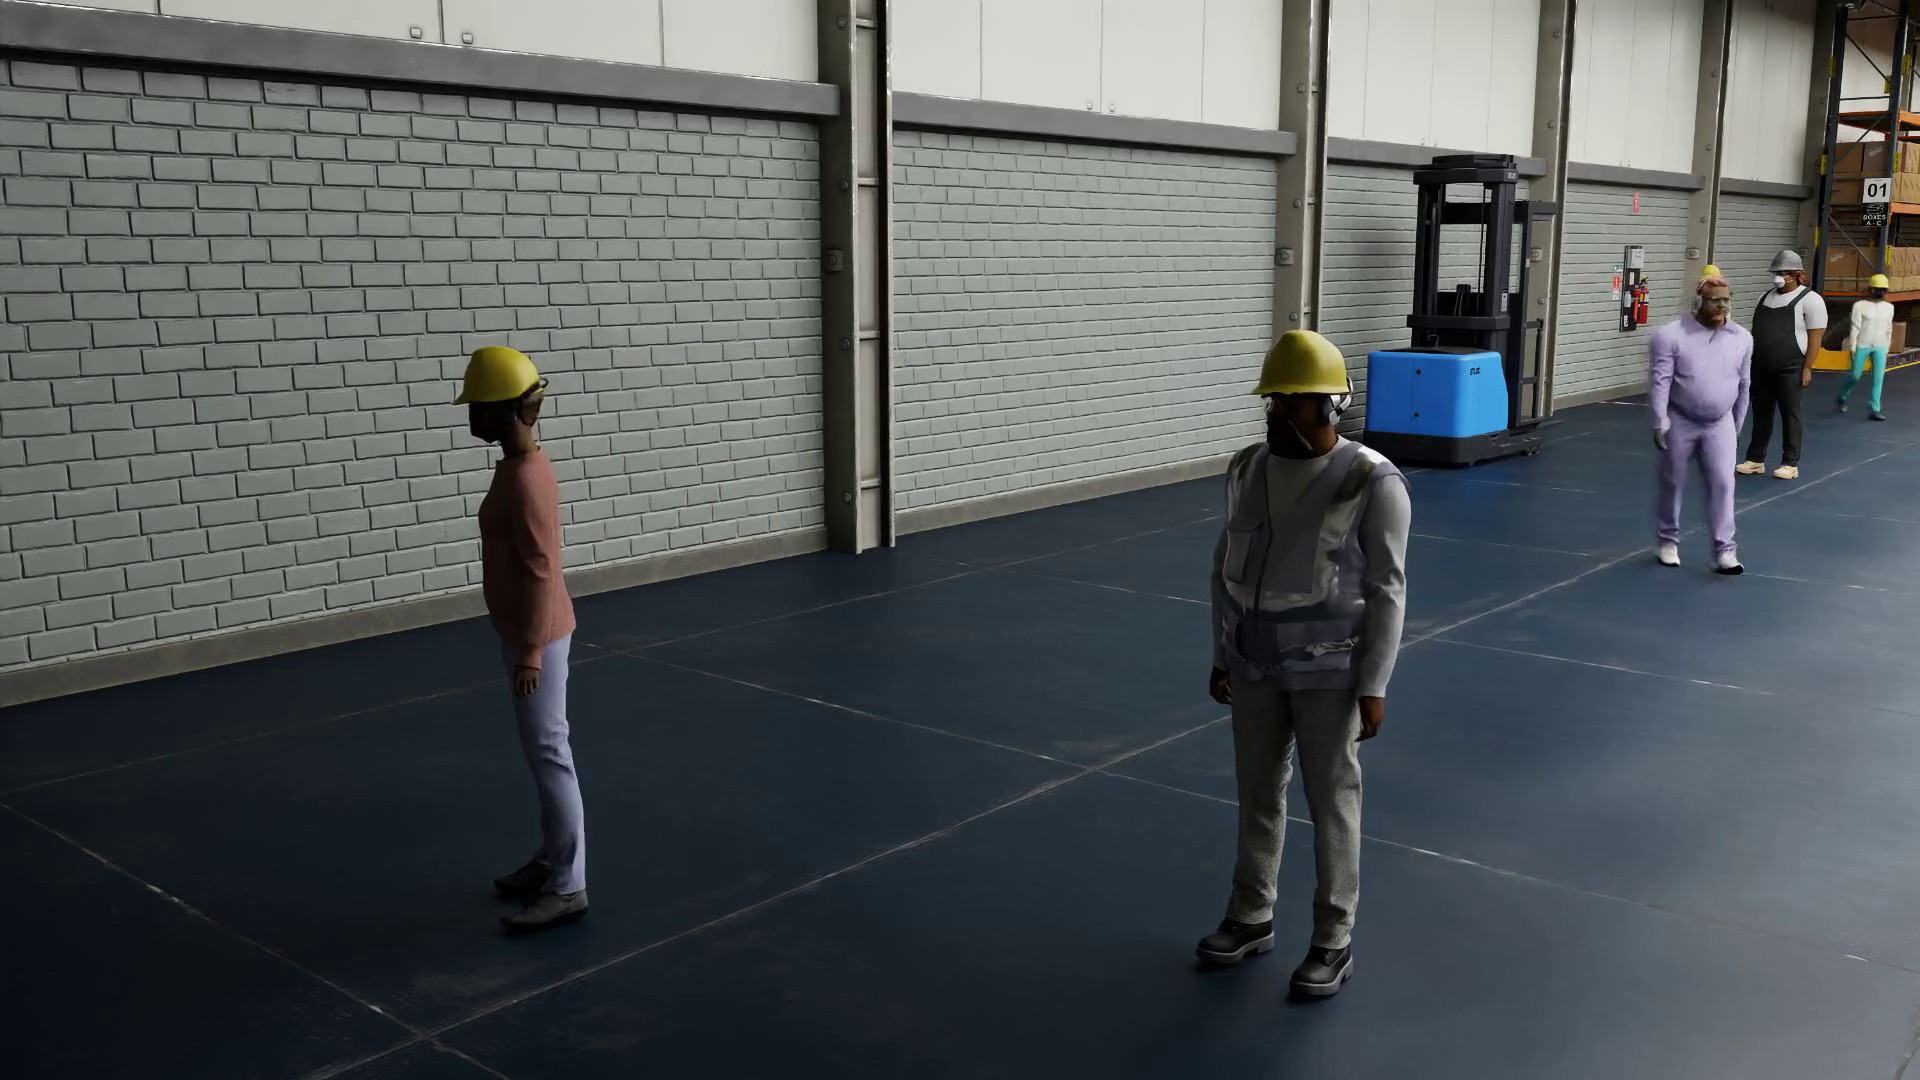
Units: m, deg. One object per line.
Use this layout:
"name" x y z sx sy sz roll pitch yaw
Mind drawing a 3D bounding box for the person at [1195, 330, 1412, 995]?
"person" 0.933 0.335 4.643 0.597 1.832 0.404 10 14 44

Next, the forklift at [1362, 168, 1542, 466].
"forklift" 4.875 -2.212 16.287 1.129 2.768 1.873 8 13 40

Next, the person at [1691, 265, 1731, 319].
"person" 9.970 -2.752 22.225 0.404 1.829 0.600 -4 11 -24

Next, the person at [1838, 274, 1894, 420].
"person" 11.023 -2.356 20.195 0.529 1.743 0.753 0 10 2

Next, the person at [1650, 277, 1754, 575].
"person" 4.692 -0.710 10.510 0.654 1.866 0.947 1 10 7

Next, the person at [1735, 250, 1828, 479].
"person" 7.364 -1.567 15.001 0.538 2.000 0.688 -5 11 -27

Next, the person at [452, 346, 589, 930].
"person" -1.340 0.294 5.076 0.328 1.765 0.532 -3 10 -17
